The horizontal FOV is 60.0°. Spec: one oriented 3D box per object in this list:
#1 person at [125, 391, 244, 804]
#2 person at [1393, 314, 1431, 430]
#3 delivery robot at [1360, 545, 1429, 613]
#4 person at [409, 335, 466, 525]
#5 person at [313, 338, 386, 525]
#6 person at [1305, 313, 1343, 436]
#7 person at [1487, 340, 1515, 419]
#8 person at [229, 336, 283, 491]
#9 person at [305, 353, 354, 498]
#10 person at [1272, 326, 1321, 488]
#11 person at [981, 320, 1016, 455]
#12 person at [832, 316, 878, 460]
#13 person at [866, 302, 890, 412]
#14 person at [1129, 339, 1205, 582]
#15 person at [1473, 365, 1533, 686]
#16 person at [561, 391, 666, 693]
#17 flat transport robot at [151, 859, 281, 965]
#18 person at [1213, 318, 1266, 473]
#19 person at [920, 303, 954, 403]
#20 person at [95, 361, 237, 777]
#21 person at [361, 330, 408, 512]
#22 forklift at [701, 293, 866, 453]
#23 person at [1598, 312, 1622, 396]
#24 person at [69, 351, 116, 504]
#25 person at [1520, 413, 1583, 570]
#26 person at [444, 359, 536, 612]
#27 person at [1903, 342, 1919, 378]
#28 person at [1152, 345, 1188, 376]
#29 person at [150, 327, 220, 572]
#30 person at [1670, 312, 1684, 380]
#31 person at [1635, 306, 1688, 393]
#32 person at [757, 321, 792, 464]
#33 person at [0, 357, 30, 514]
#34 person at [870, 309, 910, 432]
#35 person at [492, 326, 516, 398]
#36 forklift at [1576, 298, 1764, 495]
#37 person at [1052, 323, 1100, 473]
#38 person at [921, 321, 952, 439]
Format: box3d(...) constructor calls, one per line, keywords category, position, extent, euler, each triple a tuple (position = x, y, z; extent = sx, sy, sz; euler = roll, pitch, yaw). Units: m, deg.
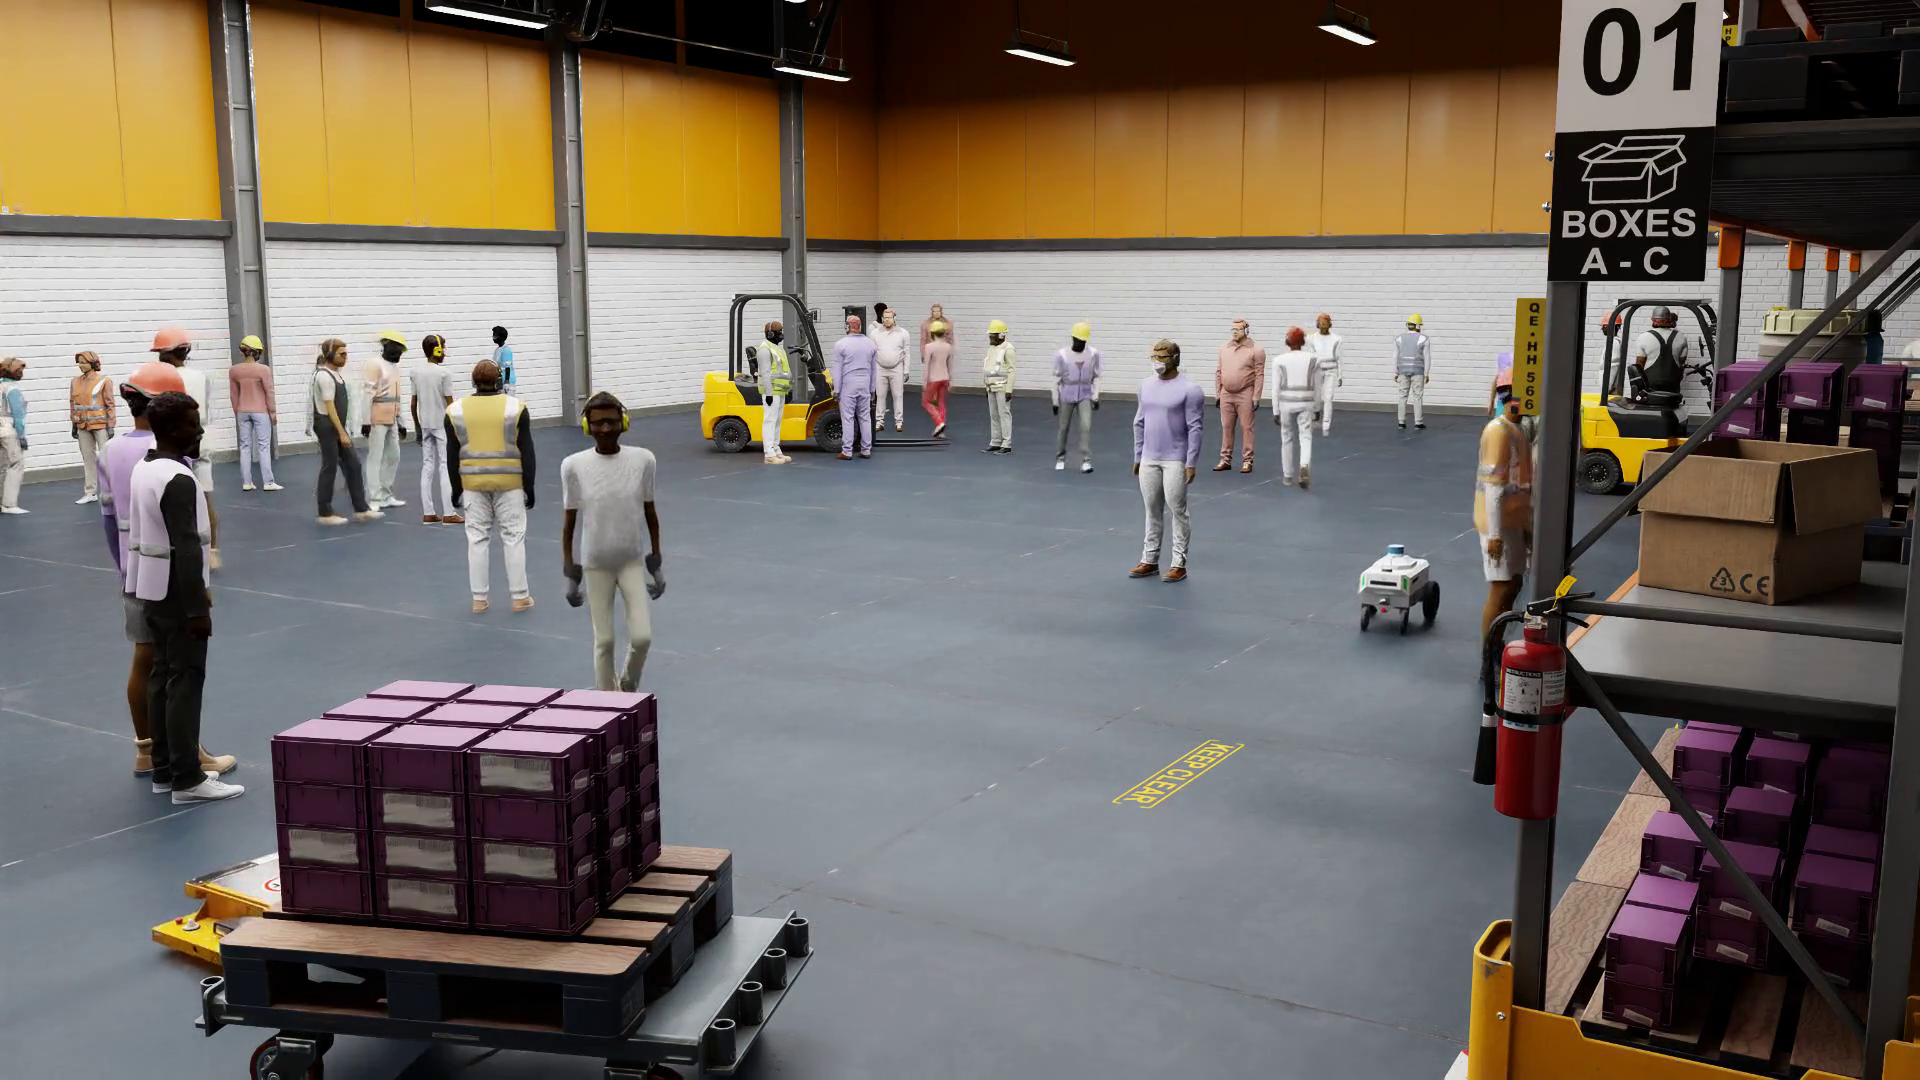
box3d(category="person", position=(-3.655, 0.266, 7.741), extent=(0.374, 1.916, 0.596), euler=(-8, 12, -41))
box3d(category="person", position=(7.121, -2.644, 26.202), extent=(0.591, 1.823, 0.404), euler=(6, 11, 33))
box3d(category="delivery robot", position=(3.044, 0.276, 11.631), extent=(0.477, 0.478, 0.707), euler=(5, 10, 27))
box3d(category="person", position=(-5.118, -1.074, 16.277), extent=(0.517, 1.865, 0.327), euler=(3, 10, 20))
box3d(category="person", position=(-5.966, -1.039, 16.175), extent=(0.704, 1.821, 0.524), euler=(0, 9, -2))
box3d(category="person", position=(5.529, -2.521, 25.322), extent=(0.586, 1.872, 0.588), euler=(2, 9, 10))
box3d(category="person", position=(6.550, -1.588, 19.604), extent=(0.621, 1.820, 0.447), euler=(5, 11, 30))
box3d(category="person", position=(-7.954, -1.421, 18.770), extent=(0.523, 1.760, 0.328), euler=(1, 9, 9))
box3d(category="person", position=(-6.995, -1.294, 18.505), extent=(0.518, 1.588, 0.865), euler=(2, 9, 15))
box3d(category="person", position=(3.851, -1.512, 19.040), extent=(0.577, 1.861, 0.838), euler=(1, 9, 8))
box3d(category="person", position=(0.517, -2.067, 22.577), extent=(0.404, 1.827, 0.600), euler=(-5, 11, -30))
box3d(category="person", position=(-1.404, -2.004, 21.982), extent=(0.643, 1.902, 0.401), euler=(-6, 11, -35))
box3d(category="person", position=(-1.433, -3.221, 29.424), extent=(0.406, 1.954, 0.609), euler=(5, 10, 28))
box3d(category="person", position=(1.645, -0.635, 13.300), extent=(0.627, 1.941, 0.371), euler=(8, 12, 41))
box3d(category="person", position=(3.275, -0.084, 9.950), extent=(0.384, 1.912, 0.593), euler=(6, 11, 33))
box3d(category="person", position=(-1.803, 0.148, 8.678), extent=(0.547, 1.852, 0.391), euler=(-3, 10, -18))
box3d(category="flat transport robot", position=(-2.264, 1.299, 6.418), extent=(0.652, 0.197, 1.431), euler=(6, 11, 32))
box3d(category="person", position=(3.433, -1.784, 20.577), extent=(0.642, 1.909, 0.409), euler=(6, 11, 35))
box3d(category="person", position=(-0.432, -3.539, 31.563), extent=(0.674, 1.886, 0.509), euler=(-1, 9, -8))
box3d(category="person", position=(-3.852, 0.157, 8.064), extent=(0.605, 2.034, 0.394), euler=(5, 10, 27))
box3d(category="person", position=(-5.970, -1.224, 17.195), extent=(0.383, 1.878, 0.731), euler=(1, 9, 9))
box3d(category="forklift", position=(-2.458, -2.344, 23.176), extent=(2.313, 2.155, 1.214), euler=(0, 9, -2))
box3d(category="person", position=(8.772, -2.109, 22.504), extent=(0.362, 1.935, 0.552), euler=(4, 10, 22))
box3d(category="person", position=(-9.220, -1.191, 17.701), extent=(0.522, 1.640, 0.305), euler=(2, 9, 11))
box3d(category="person", position=(4.824, -0.597, 13.756), extent=(0.703, 1.723, 0.393), euler=(1, 9, 6))
box3d(category="person", position=(-3.389, -0.384, 12.076), extent=(0.636, 1.842, 0.430), euler=(-1, 9, -6))
box3d(category="person", position=(11.871, -1.745, 20.349), extent=(0.652, 1.891, 0.972), euler=(4, 10, 26))
box3d(category="person", position=(2.640, -1.696, 21.011), extent=(0.882, 1.593, 0.525), euler=(-8, 12, -42))
box3d(category="person", position=(-6.491, -0.733, 13.696), extent=(0.838, 2.014, 0.618), euler=(4, 10, 22))
box3d(category="person", position=(11.282, -2.711, 26.563), extent=(0.429, 1.843, 0.627), euler=(-6, 11, -32))
box3d(category="person", position=(9.389, -2.149, 22.435), extent=(0.681, 2.000, 0.536), euler=(0, 9, 0))
box3d(category="person", position=(-2.394, -1.908, 21.549), extent=(0.429, 1.844, 0.625), euler=(2, 9, 10))
box3d(category="person", position=(-9.734, -1.063, 17.000), extent=(0.684, 1.606, 0.352), euler=(8, 12, 41))
box3d(category="person", position=(-1.103, -2.632, 25.865), extent=(0.651, 1.907, 0.409), euler=(1, 9, 4))
box3d(category="person", position=(-6.752, -2.325, 24.629), extent=(0.321, 1.691, 0.537), euler=(-6, 11, -32))
box3d(category="forklift", position=(7.954, -1.589, 18.462), extent=(2.313, 2.155, 1.214), euler=(5, 11, 30))
box3d(category="person", position=(1.444, -1.743, 20.529), extent=(0.599, 1.836, 1.009), euler=(-2, 9, -11))
box3d(category="person", position=(-0.348, -2.362, 24.650), extent=(0.550, 1.751, 0.377), euler=(-8, 12, -40))
